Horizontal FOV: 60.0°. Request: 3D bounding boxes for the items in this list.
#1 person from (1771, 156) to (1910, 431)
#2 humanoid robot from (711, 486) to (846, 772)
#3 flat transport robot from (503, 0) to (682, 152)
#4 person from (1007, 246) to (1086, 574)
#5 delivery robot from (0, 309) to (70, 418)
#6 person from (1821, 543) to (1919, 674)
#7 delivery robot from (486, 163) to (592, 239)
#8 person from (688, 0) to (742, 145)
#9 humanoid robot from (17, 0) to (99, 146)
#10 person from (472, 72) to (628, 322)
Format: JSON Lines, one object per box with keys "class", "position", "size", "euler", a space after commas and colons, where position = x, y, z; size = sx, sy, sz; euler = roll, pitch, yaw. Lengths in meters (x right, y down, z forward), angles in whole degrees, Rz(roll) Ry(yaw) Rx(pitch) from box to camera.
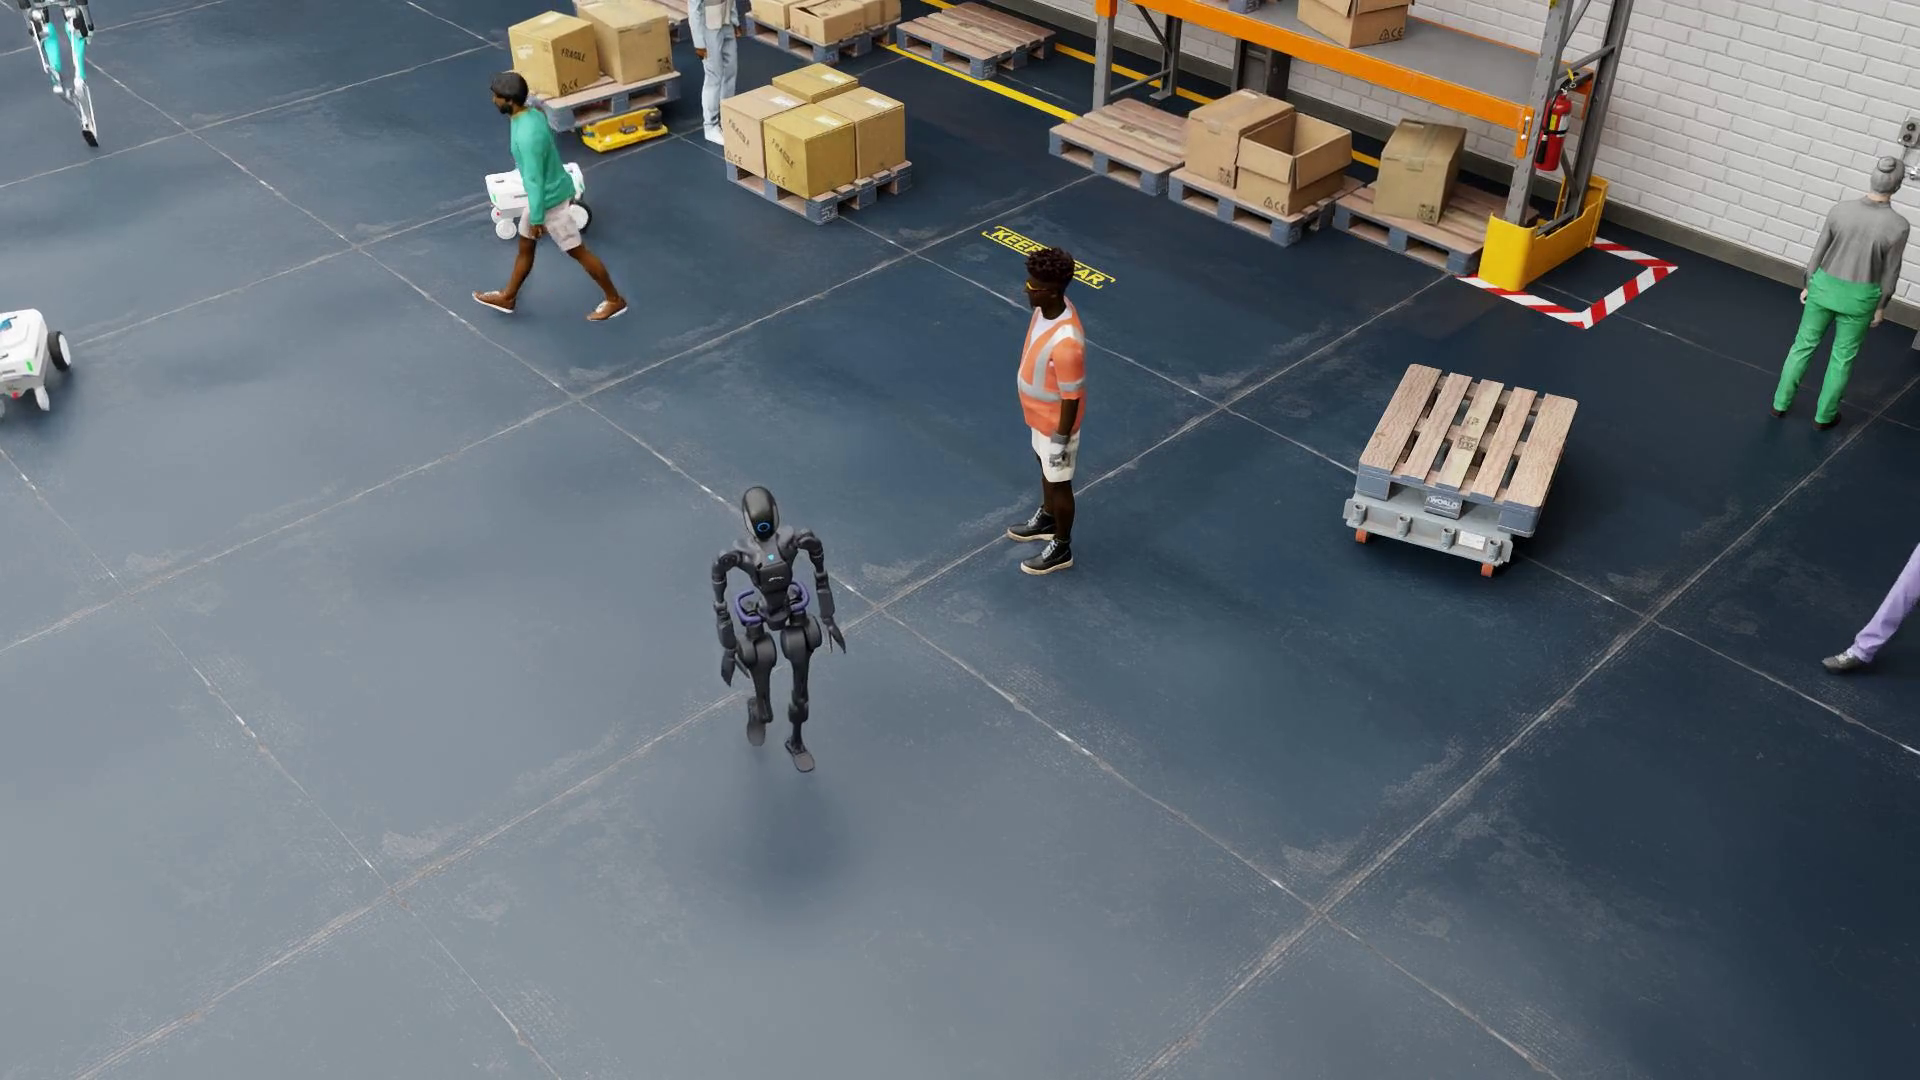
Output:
{"class": "person", "position": [5.459, -1.521, 10.243], "size": [0.523, 1.839, 0.324], "euler": [26, 44, 31]}
{"class": "humanoid robot", "position": [-0.865, 0.394, 7.848], "size": [0.609, 1.646, 0.417], "euler": [-14, 39, -18]}
{"class": "flat transport robot", "position": [-3.191, -3.769, 14.522], "size": [0.659, 0.231, 1.431], "euler": [-25, 44, -29]}
{"class": "person", "position": [0.490, -0.694, 9.046], "size": [0.374, 1.966, 0.604], "euler": [-5, 37, -7]}
{"class": "delivery robot", "position": [-6.180, -1.210, 10.878], "size": [0.499, 0.571, 0.756], "euler": [-11, 39, -15]}
{"class": "person", "position": [5.051, -0.040, 8.320], "size": [0.963, 1.795, 0.585], "euler": [-12, 39, -15]}
{"class": "delivery robot", "position": [-3.244, -2.657, 12.825], "size": [0.813, 0.609, 0.499], "euler": [-12, 39, -16]}
{"class": "person", "position": [-2.041, -4.250, 13.803], "size": [0.404, 1.908, 0.606], "euler": [16, 40, 20]}
{"class": "humanoid robot", "position": [-7.525, -4.175, 13.873], "size": [0.547, 1.806, 0.908], "euler": [-11, 38, -14]}
{"class": "person", "position": [-2.885, -2.322, 11.356], "size": [1.084, 1.775, 0.530], "euler": [-8, 38, -11]}
